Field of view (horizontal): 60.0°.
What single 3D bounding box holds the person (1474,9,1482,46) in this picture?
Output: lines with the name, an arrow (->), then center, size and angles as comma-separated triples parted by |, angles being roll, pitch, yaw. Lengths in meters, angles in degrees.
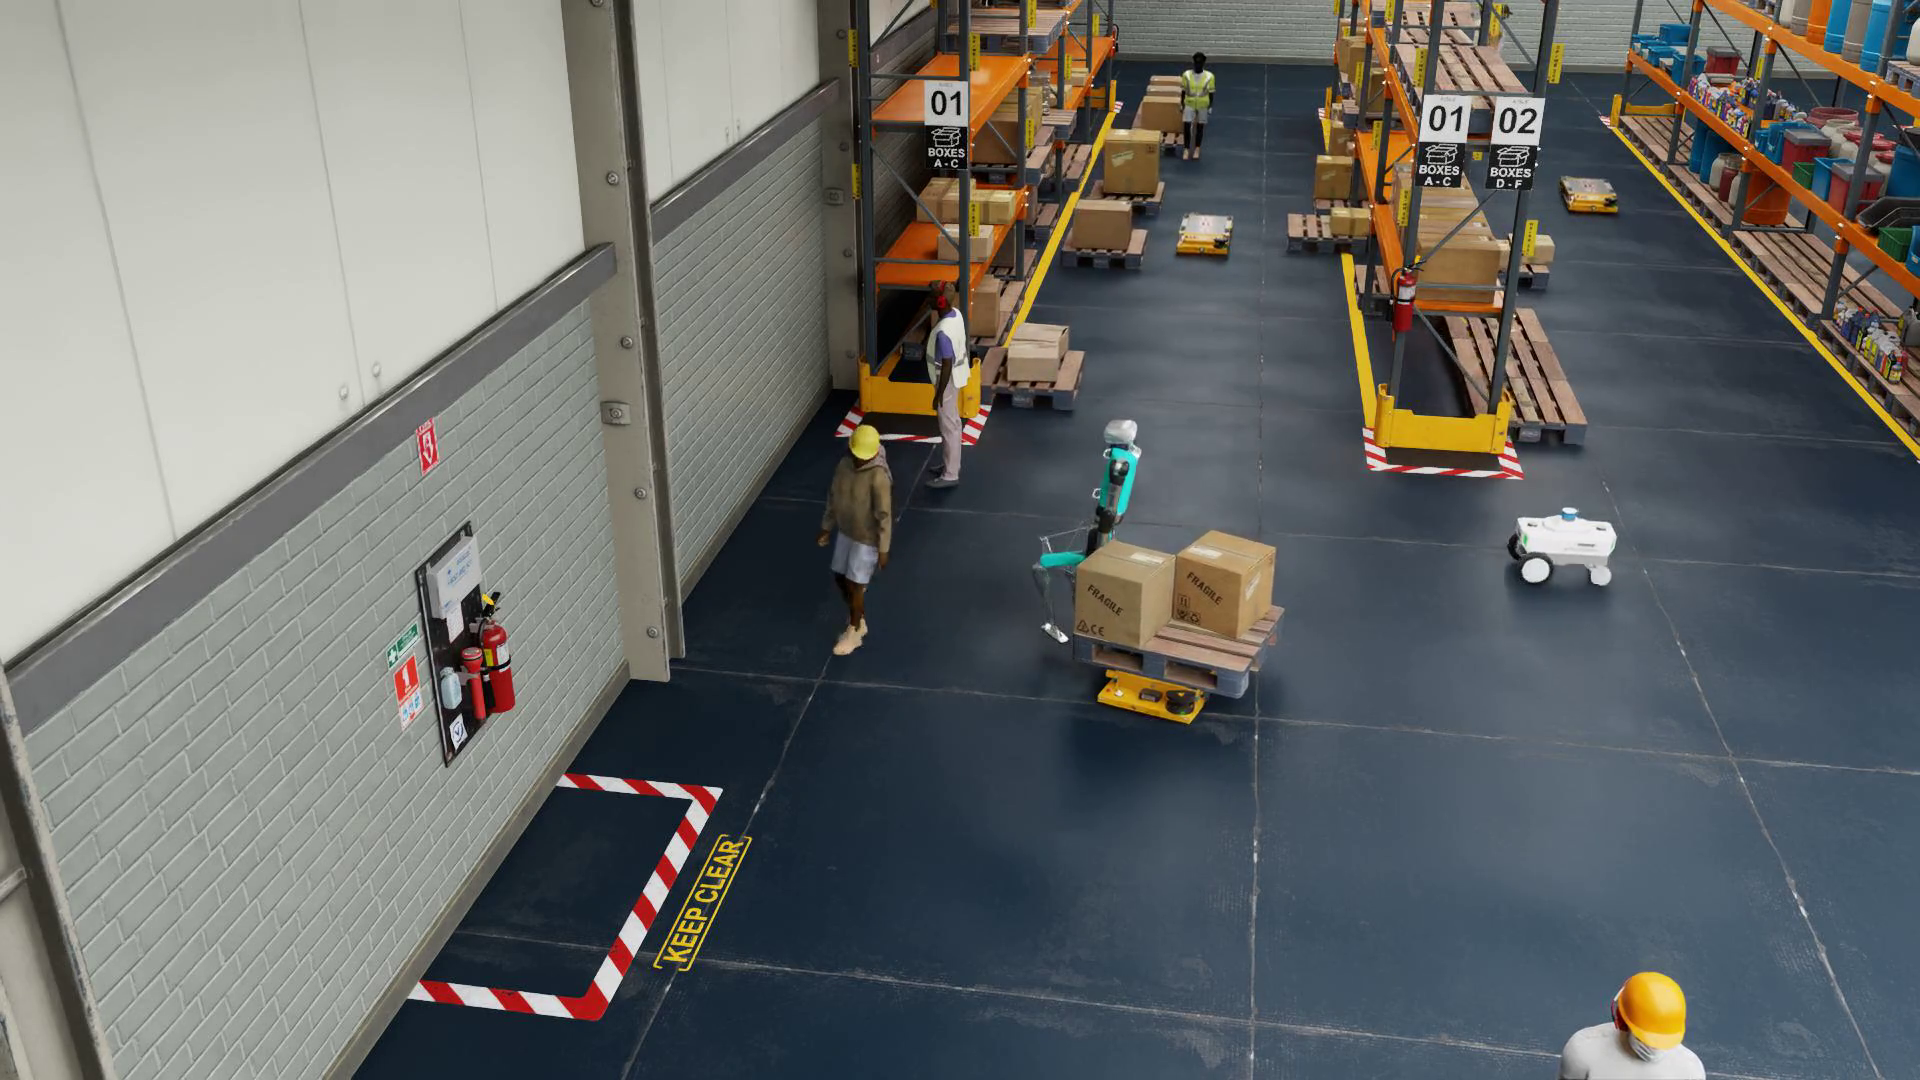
person -> 9.828, -9.258, 31.457 | 0.855, 1.709, 0.540 | 8, 26, 17

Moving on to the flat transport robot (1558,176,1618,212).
flat transport robot -> 9.083, -5.003, 24.066 | 0.659, 0.231, 1.431 | 5, 26, 11

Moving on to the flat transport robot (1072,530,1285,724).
flat transport robot -> 1.532, 0.819, 11.605 | 0.659, 0.231, 1.431 | 12, 28, 24

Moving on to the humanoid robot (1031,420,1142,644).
humanoid robot -> 0.848, -0.019, 11.677 | 1.000, 1.749, 0.530 | 5, 26, 11

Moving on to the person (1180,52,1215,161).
person -> 3.736, -6.839, 26.319 | 0.551, 1.671, 0.685 | 5, 26, 11

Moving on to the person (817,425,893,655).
person -> -0.713, -0.018, 11.655 | 0.477, 1.721, 0.577 | -22, 33, -39

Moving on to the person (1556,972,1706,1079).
person -> 2.470, 2.400, 6.314 | 0.569, 1.889, 0.389 | 8, 26, 16

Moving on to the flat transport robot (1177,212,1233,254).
flat transport robot -> 3.259, -4.068, 22.065 | 0.659, 0.231, 1.431 | 5, 25, 10

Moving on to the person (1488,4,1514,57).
person -> 9.741, -8.904, 30.583 | 0.858, 1.824, 0.497 | 9, 27, 19

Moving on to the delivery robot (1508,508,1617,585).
delivery robot -> 4.683, 0.036, 12.935 | 0.782, 0.587, 0.499 | 3, 25, 7

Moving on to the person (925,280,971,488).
person -> -0.110, -1.348, 14.378 | 0.388, 1.847, 0.564 | 3, 25, 7
